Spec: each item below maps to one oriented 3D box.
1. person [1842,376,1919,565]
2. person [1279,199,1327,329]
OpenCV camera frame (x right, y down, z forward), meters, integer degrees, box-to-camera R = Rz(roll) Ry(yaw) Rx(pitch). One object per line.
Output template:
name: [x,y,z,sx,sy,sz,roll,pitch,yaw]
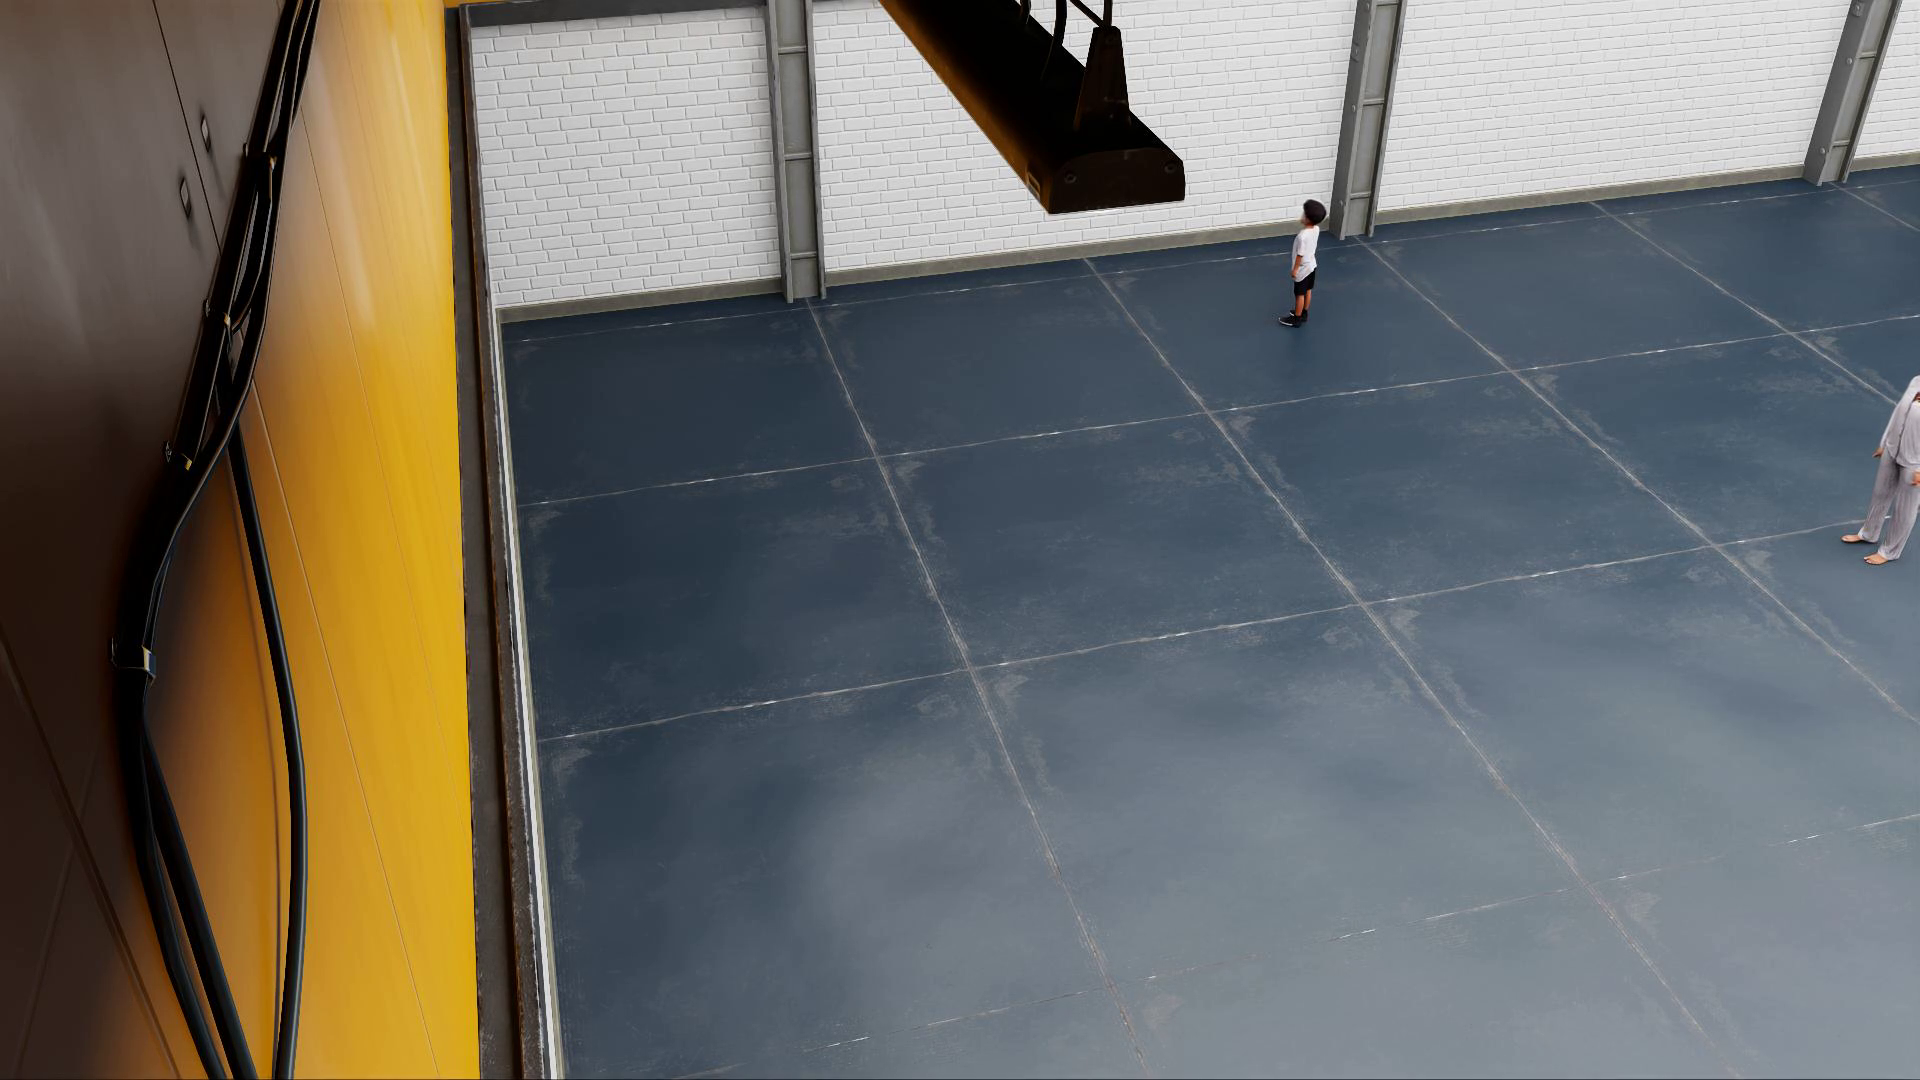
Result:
person: [7.079,-0.637,12.389,0.527,1.736,0.640,-7,34,-10]
person: [3.289,-2.646,15.836,0.649,1.265,0.583,23,40,31]
